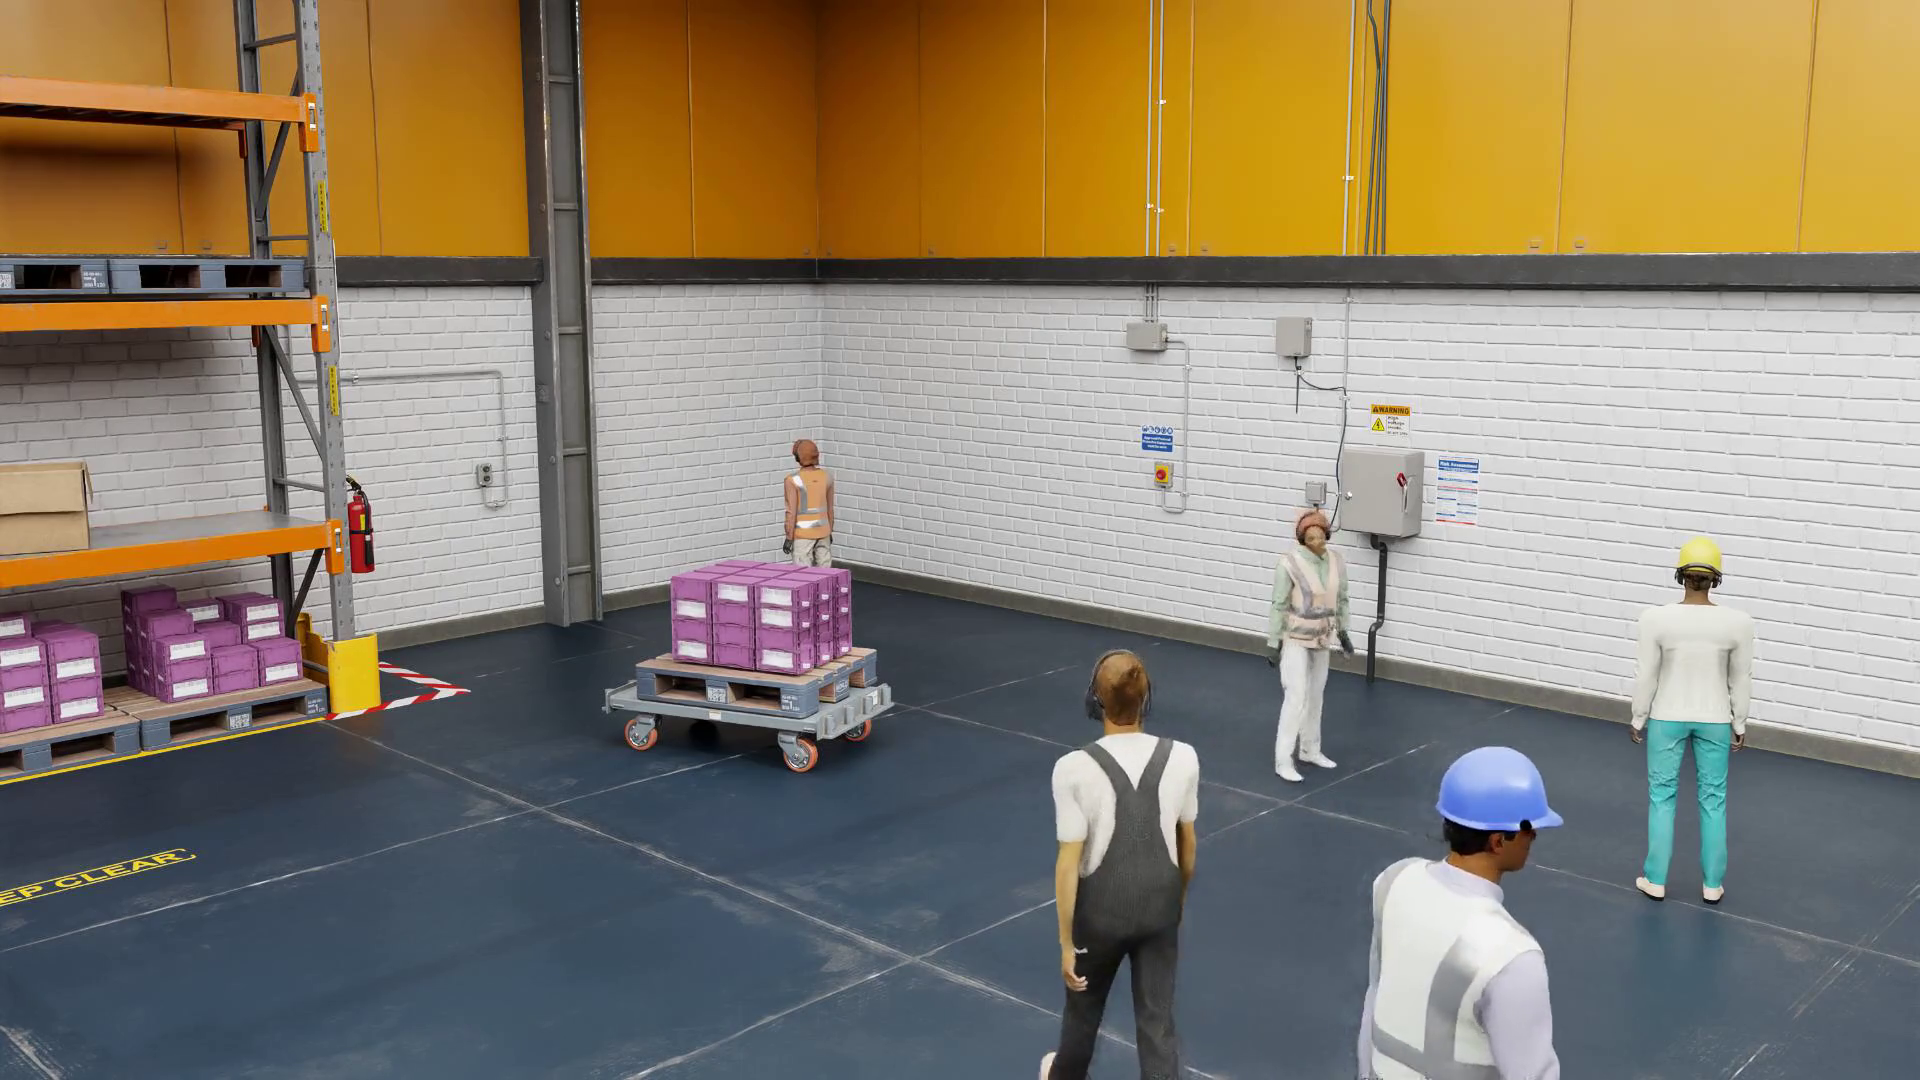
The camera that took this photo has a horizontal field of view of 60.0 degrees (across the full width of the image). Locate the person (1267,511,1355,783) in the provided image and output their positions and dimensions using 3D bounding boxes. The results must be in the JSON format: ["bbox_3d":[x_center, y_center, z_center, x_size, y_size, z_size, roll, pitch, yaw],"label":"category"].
[{"bbox_3d":[2.074,0.626,9.892,0.570,1.615,0.484,-6,11,-33],"label":"person"}]

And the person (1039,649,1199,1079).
[{"bbox_3d":[0.533,1.244,5.535,0.520,1.792,0.945,-2,9,-10],"label":"person"}]

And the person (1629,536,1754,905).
[{"bbox_3d":[3.494,0.862,7.983,0.532,1.767,0.328,2,10,13],"label":"person"}]

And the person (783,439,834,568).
[{"bbox_3d":[-1.247,-0.019,13.775,0.518,1.636,0.312,-9,13,-44],"label":"person"}]

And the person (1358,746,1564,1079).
[{"bbox_3d":[1.299,1.432,4.090,1.002,1.889,0.637,-2,9,-12],"label":"person"}]
